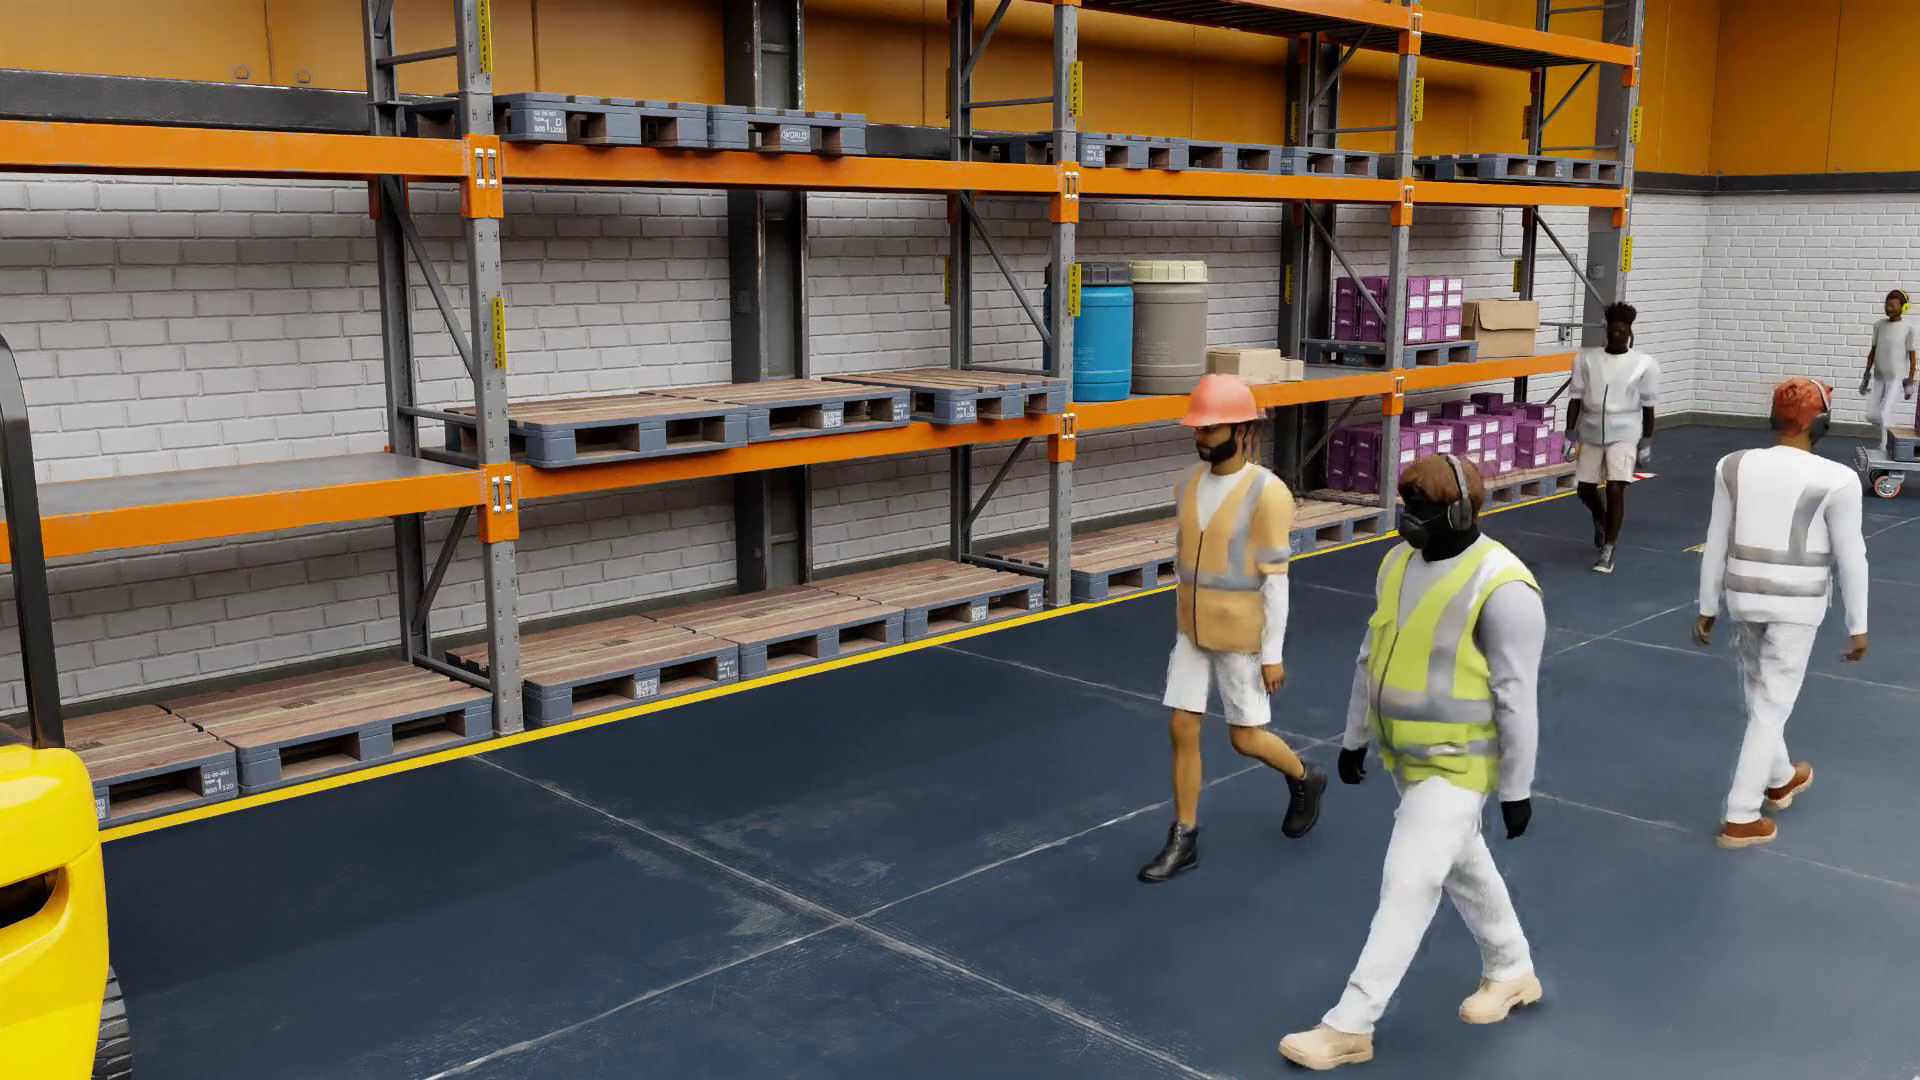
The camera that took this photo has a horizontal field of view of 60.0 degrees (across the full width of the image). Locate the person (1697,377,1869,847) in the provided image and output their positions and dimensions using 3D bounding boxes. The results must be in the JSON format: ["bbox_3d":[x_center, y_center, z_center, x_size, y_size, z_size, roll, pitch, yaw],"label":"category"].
[{"bbox_3d":[3.365,0.274,6.683,0.897,1.843,0.593,-6,12,-32],"label":"person"}]

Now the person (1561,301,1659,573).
[{"bbox_3d":[4.735,-0.766,12.086,0.625,1.943,0.701,7,13,35],"label":"person"}]

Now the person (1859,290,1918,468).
[{"bbox_3d":[9.663,-1.669,17.254,0.584,1.853,0.533,-4,11,-22],"label":"person"}]

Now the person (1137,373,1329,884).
[{"bbox_3d":[1.059,0.323,6.263,0.802,1.919,0.547,-8,13,-37],"label":"person"}]

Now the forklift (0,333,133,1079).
[{"bbox_3d":[-3.289,0.485,4.582,1.214,2.155,2.313,-10,14,-44],"label":"forklift"}]

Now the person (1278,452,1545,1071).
[{"bbox_3d":[1.408,0.627,4.907,0.958,1.796,0.643,-3,11,-16],"label":"person"}]
